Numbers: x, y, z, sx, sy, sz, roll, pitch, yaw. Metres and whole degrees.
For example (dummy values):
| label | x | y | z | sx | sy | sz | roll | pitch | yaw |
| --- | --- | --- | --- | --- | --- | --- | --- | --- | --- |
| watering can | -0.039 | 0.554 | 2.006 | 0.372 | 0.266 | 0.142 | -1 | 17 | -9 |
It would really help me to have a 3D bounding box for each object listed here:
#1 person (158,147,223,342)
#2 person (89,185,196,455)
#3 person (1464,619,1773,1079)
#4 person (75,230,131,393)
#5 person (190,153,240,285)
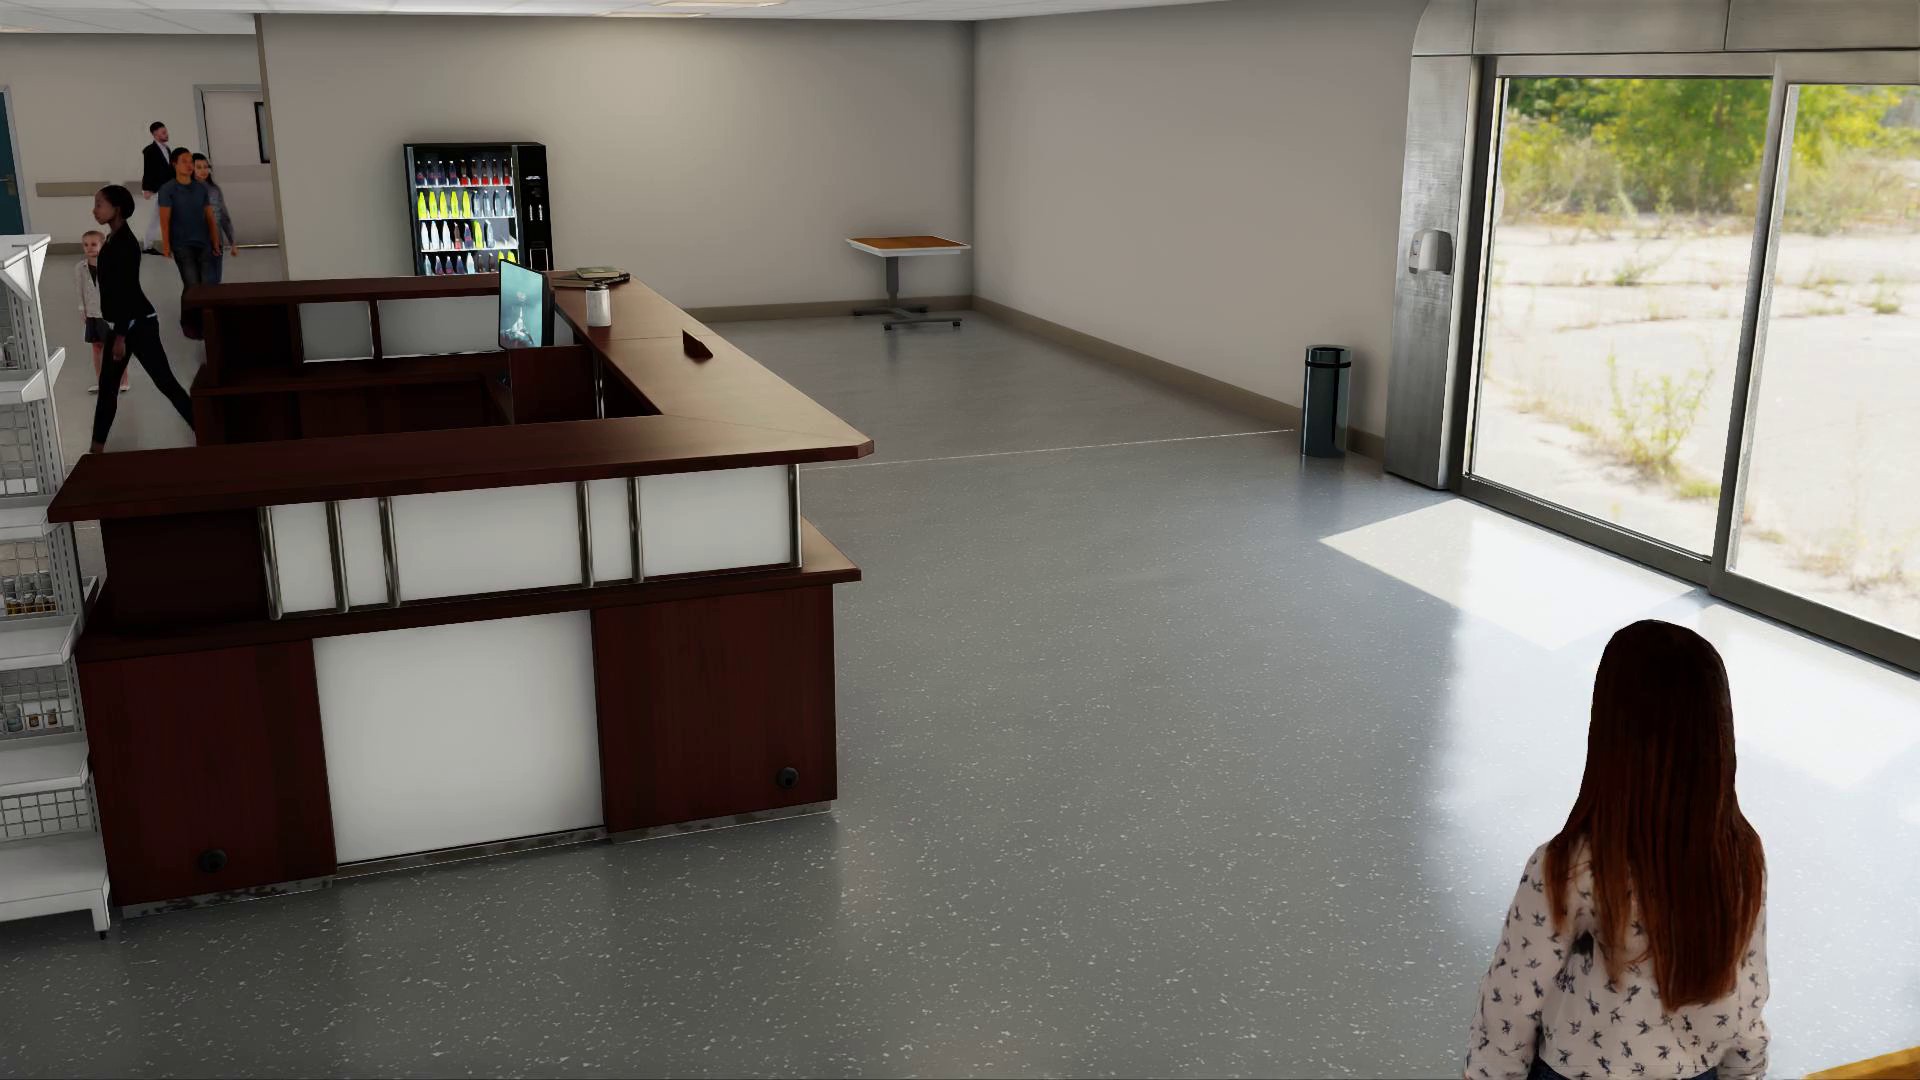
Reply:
| label | x | y | z | sx | sy | sz | roll | pitch | yaw |
| --- | --- | --- | --- | --- | --- | --- | --- | --- | --- |
| person | -7.283 | -2.759 | 15.614 | 0.861 | 1.803 | 0.780 | 10 | 18 | 31 |
| person | -4.968 | -1.224 | 10.204 | 1.213 | 1.784 | 0.911 | -14 | 21 | -41 |
| person | 1.046 | 0.977 | 2.523 | 0.648 | 1.716 | 0.687 | -4 | 16 | -15 |
| person | -6.843 | -1.831 | 13.281 | 0.504 | 1.275 | 0.600 | -2 | 16 | -8 |
| person | -7.440 | -2.913 | 16.327 | 0.902 | 1.712 | 0.869 | 12 | 20 | 37 |
